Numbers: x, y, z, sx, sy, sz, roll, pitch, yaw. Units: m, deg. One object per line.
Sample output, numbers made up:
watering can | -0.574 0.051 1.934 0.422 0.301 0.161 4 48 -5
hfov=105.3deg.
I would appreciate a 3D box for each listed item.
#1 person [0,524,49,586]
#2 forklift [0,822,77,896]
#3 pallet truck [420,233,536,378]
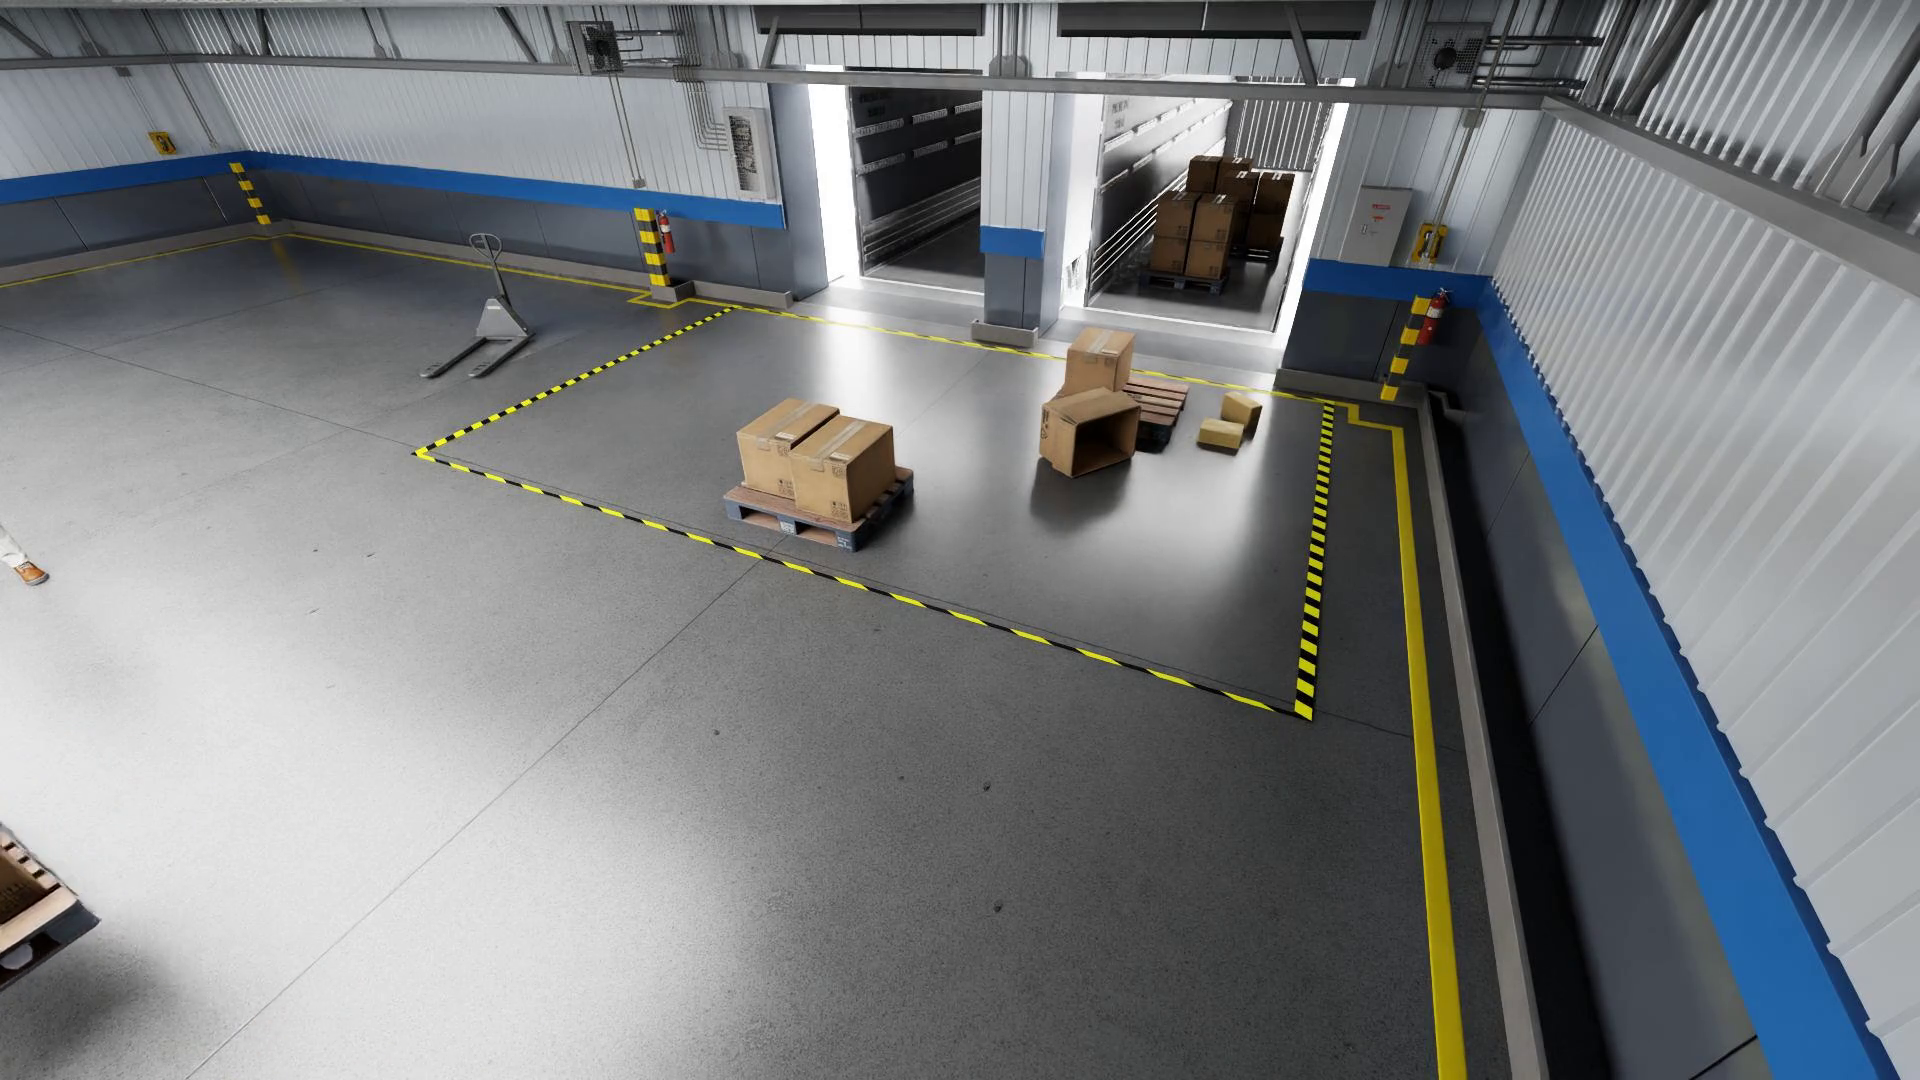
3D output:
person | -6.766 -0.450 4.641 0.386 1.946 0.613 22 41 28
forklift | -4.959 0.807 2.797 0.776 2.013 0.716 16 39 21
pallet truck | -5.664 -2.712 8.427 0.680 1.201 1.601 0 35 -1
